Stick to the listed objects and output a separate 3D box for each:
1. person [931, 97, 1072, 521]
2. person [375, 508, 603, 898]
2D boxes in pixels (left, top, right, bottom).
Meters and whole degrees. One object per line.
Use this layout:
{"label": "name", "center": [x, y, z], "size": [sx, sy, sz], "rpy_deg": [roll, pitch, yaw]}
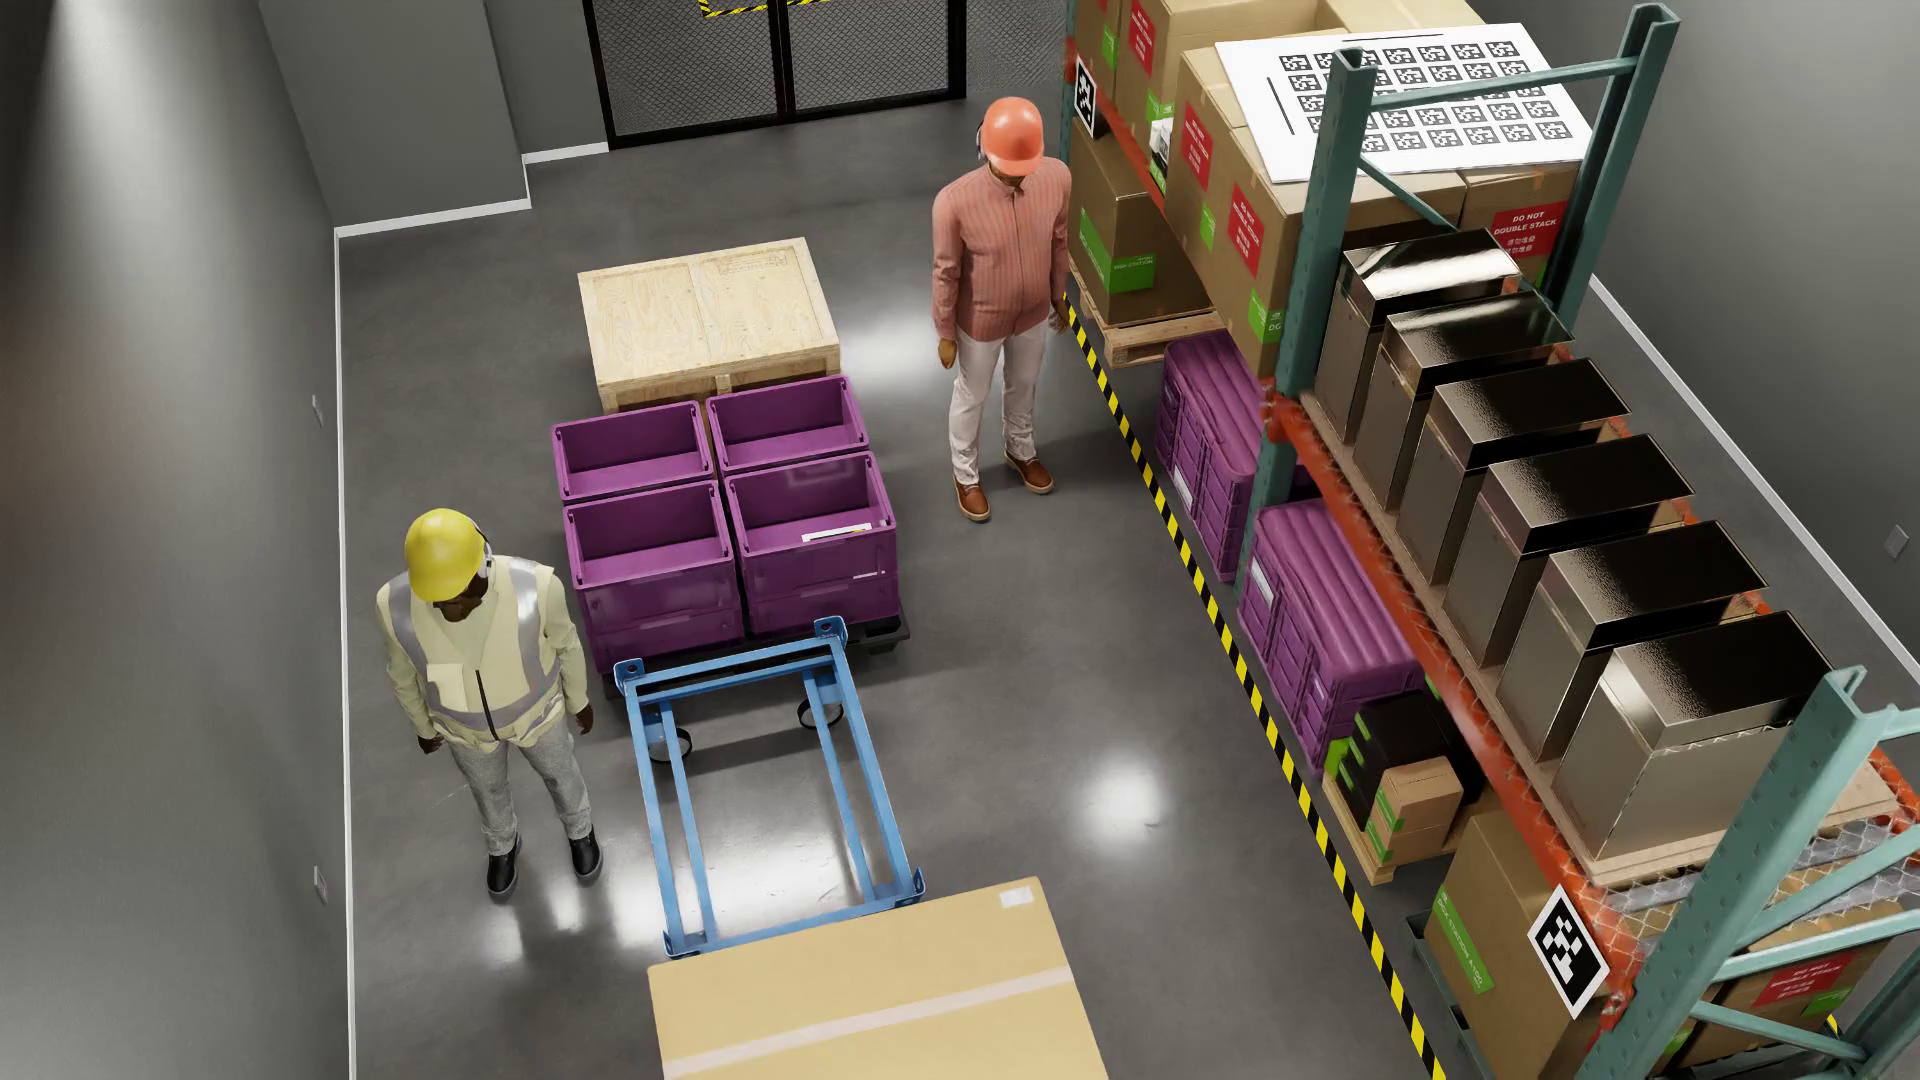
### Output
{"label": "person", "center": [0.178, -0.916, 6.695], "size": [0.622, 1.985, 0.388], "rpy_deg": [-23, 51, -20]}
{"label": "person", "center": [-1.510, 0.552, 5.451], "size": [0.600, 1.830, 0.404], "rpy_deg": [-9, 48, -8]}
